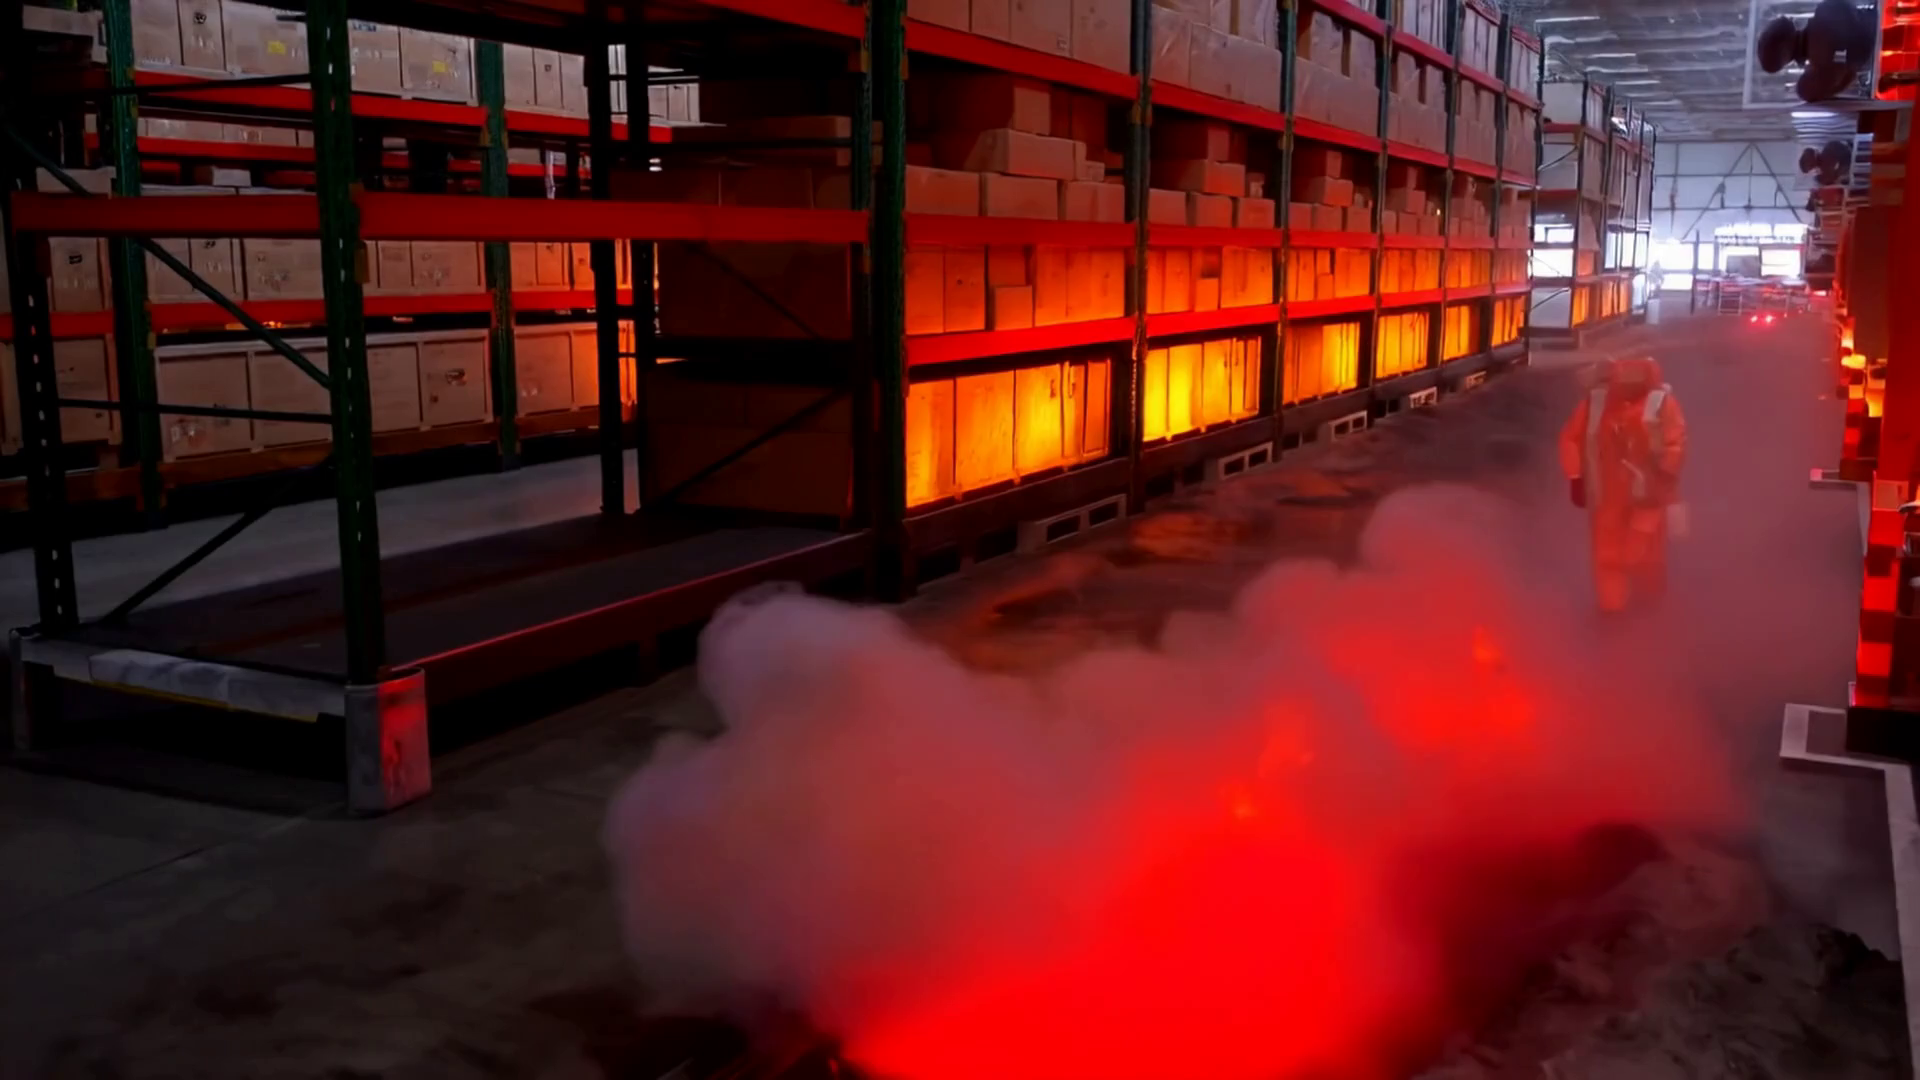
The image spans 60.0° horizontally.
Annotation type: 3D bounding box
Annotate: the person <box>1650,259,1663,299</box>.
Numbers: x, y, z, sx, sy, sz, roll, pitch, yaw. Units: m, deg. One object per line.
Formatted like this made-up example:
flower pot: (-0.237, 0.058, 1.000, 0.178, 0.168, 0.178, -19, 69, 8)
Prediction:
person: (33.087, -12.410, 79.029, 0.591, 1.894, 0.820, 4, 11, 22)
